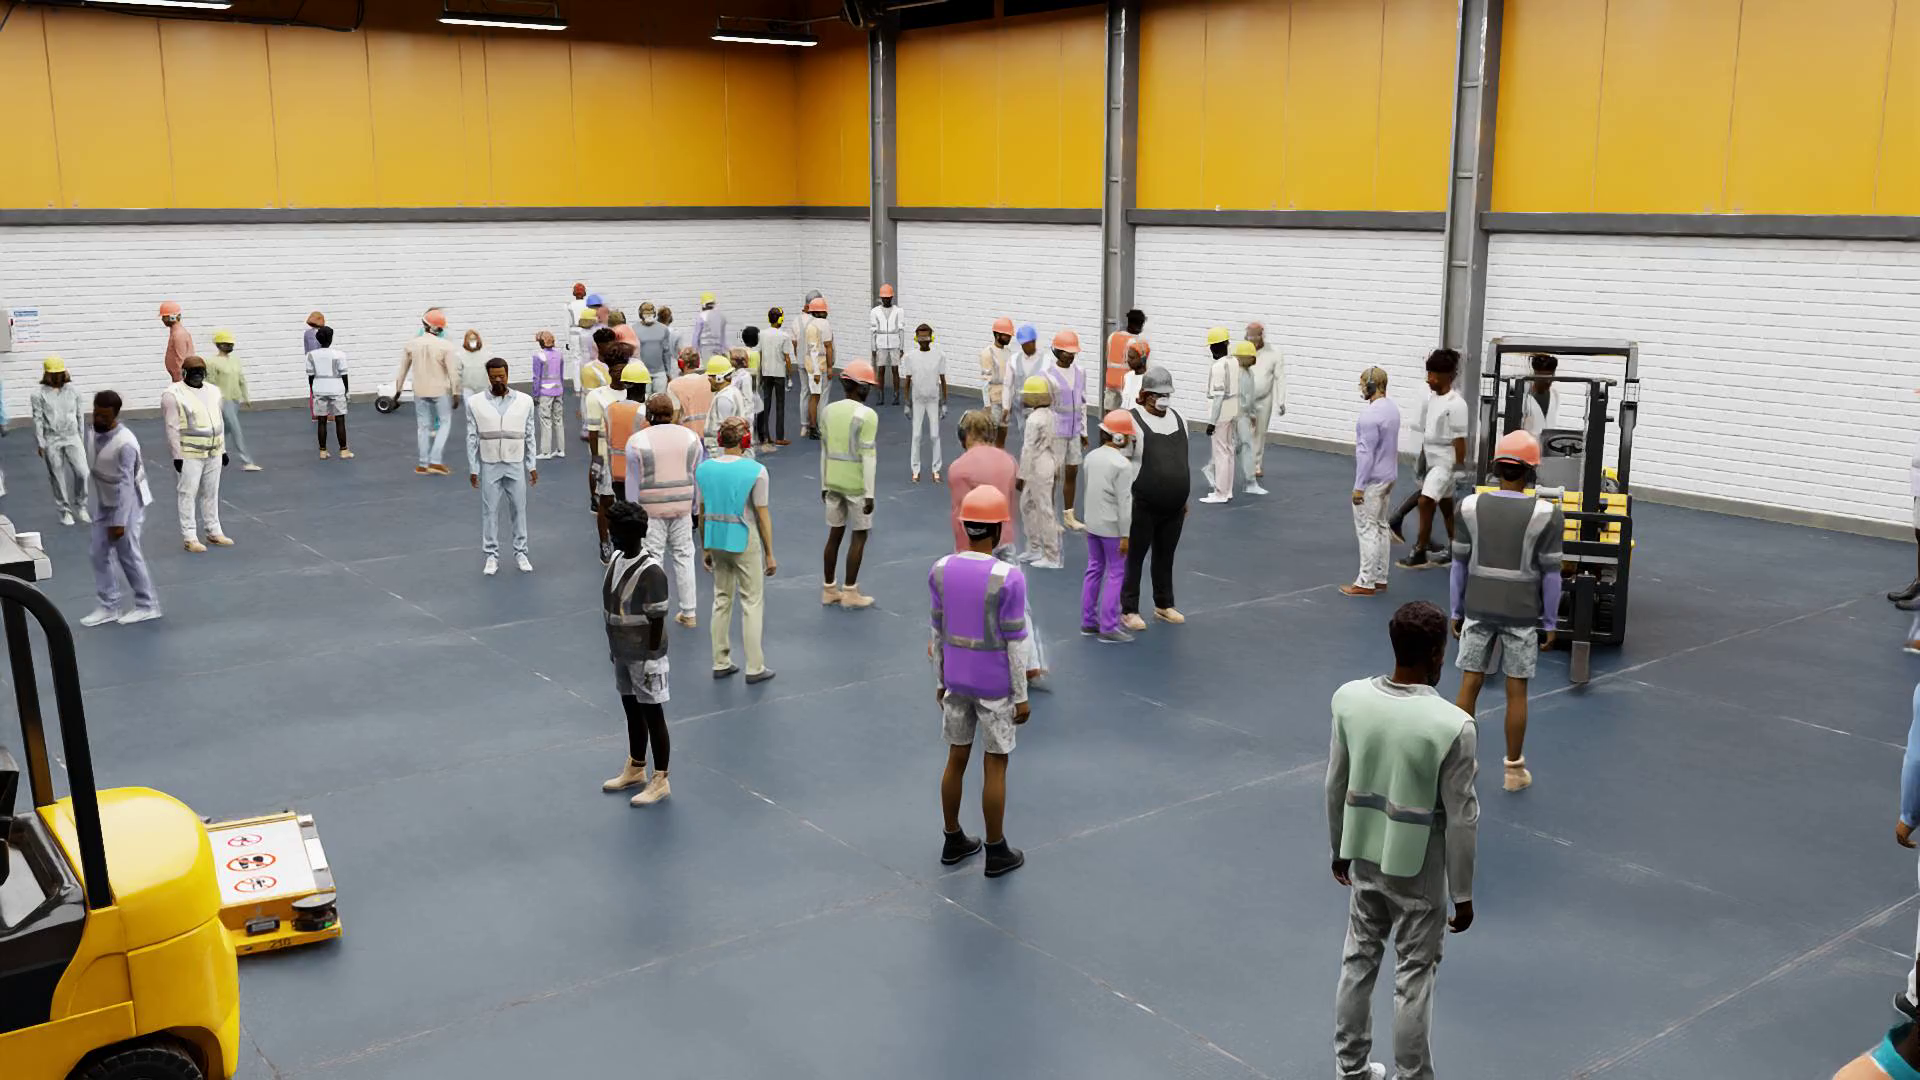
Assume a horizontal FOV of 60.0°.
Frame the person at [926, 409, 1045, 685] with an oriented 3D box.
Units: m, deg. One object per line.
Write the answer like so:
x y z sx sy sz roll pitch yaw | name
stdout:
0.167 0.058 11.352 0.664 1.877 1.049 -11 16 -43 | person

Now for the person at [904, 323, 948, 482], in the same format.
-0.395 -1.592 19.371 0.511 1.862 0.325 0 12 1 | person

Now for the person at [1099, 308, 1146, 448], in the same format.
2.090 -1.976 21.046 0.477 1.925 0.654 -11 16 -42 | person

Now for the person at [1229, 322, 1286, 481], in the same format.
3.458 -1.600 19.399 0.660 1.846 1.007 1 12 3 | person

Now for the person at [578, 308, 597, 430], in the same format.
-5.256 -2.422 23.659 0.315 1.741 0.494 -1 12 -4 | person

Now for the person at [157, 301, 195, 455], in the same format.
-10.063 -2.081 21.444 0.410 1.981 0.625 -5 13 -25 | person

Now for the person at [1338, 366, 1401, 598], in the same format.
3.442 -0.482 13.846 0.381 1.927 0.641 8 14 33 | person

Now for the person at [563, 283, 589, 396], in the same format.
-6.300 -3.333 27.720 0.575 1.882 0.355 -4 12 -17 | person

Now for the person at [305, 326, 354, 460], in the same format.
-7.963 -1.851 21.009 0.533 1.697 0.318 0 12 0 | person

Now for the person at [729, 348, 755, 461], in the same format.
-2.457 -1.336 18.660 0.311 1.642 0.512 -5 13 -23 | person

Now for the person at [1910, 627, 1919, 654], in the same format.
7.381 -0.018 11.857 0.963 1.818 0.543 4 12 19 | person

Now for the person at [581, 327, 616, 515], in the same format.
-3.712 -1.245 17.428 0.367 1.964 0.609 4 12 20 | person

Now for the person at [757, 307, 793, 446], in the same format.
-2.471 -2.178 22.217 0.525 1.857 0.344 4 12 20 | person

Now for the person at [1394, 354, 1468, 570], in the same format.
4.182 -0.686 14.803 0.814 1.928 0.652 0 12 -2 | person

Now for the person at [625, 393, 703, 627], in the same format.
-2.273 -0.216 12.783 0.623 1.835 0.429 -7 14 -31 | person

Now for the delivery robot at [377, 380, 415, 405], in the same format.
-8.617 -2.297 25.710 0.707 0.478 0.477 -1 12 -3 | delivery robot

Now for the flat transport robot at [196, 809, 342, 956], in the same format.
-3.360 1.587 7.869 0.652 0.197 1.431 -6 13 -26 | flat transport robot

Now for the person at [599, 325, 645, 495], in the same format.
-3.536 -1.268 17.515 0.615 1.989 1.074 -10 15 -41 | person

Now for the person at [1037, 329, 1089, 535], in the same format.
1.032 -1.063 16.407 0.612 2.031 0.403 -9 15 -38 | person

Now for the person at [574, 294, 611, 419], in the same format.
-5.292 -2.654 24.419 0.944 1.884 0.600 7 14 31 | person

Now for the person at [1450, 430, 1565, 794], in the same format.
3.056 0.398 9.347 0.607 2.034 0.419 8 14 33 | person

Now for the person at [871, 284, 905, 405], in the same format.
-1.151 -3.099 26.490 0.539 1.929 0.387 0 12 0 | person

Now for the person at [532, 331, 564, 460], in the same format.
-5.209 -1.836 21.101 0.323 1.631 0.521 6 13 29 | person

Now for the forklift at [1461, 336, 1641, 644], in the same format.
4.683 -0.471 13.136 1.214 2.155 2.313 4 12 20 | forklift

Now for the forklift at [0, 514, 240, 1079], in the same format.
-3.687 1.115 5.480 2.313 2.155 1.214 -9 15 -36 | forklift

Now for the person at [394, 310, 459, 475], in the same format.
-6.392 -1.752 19.891 0.824 1.972 0.459 0 12 2 | person

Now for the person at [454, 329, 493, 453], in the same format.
-6.343 -1.971 21.798 0.507 1.610 0.698 -4 12 -17 | person

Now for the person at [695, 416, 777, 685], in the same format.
-1.546 0.076 11.373 0.572 1.835 0.388 6 13 27 | person

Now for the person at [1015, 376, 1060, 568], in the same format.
0.652 -0.604 14.911 0.598 1.723 0.490 4 12 16 | person

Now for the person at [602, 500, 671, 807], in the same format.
-1.779 0.611 9.128 0.319 1.693 0.533 -9 15 -37 | person

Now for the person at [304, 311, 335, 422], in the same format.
-9.474 -2.562 24.599 0.498 1.633 0.280 7 14 32 | person
